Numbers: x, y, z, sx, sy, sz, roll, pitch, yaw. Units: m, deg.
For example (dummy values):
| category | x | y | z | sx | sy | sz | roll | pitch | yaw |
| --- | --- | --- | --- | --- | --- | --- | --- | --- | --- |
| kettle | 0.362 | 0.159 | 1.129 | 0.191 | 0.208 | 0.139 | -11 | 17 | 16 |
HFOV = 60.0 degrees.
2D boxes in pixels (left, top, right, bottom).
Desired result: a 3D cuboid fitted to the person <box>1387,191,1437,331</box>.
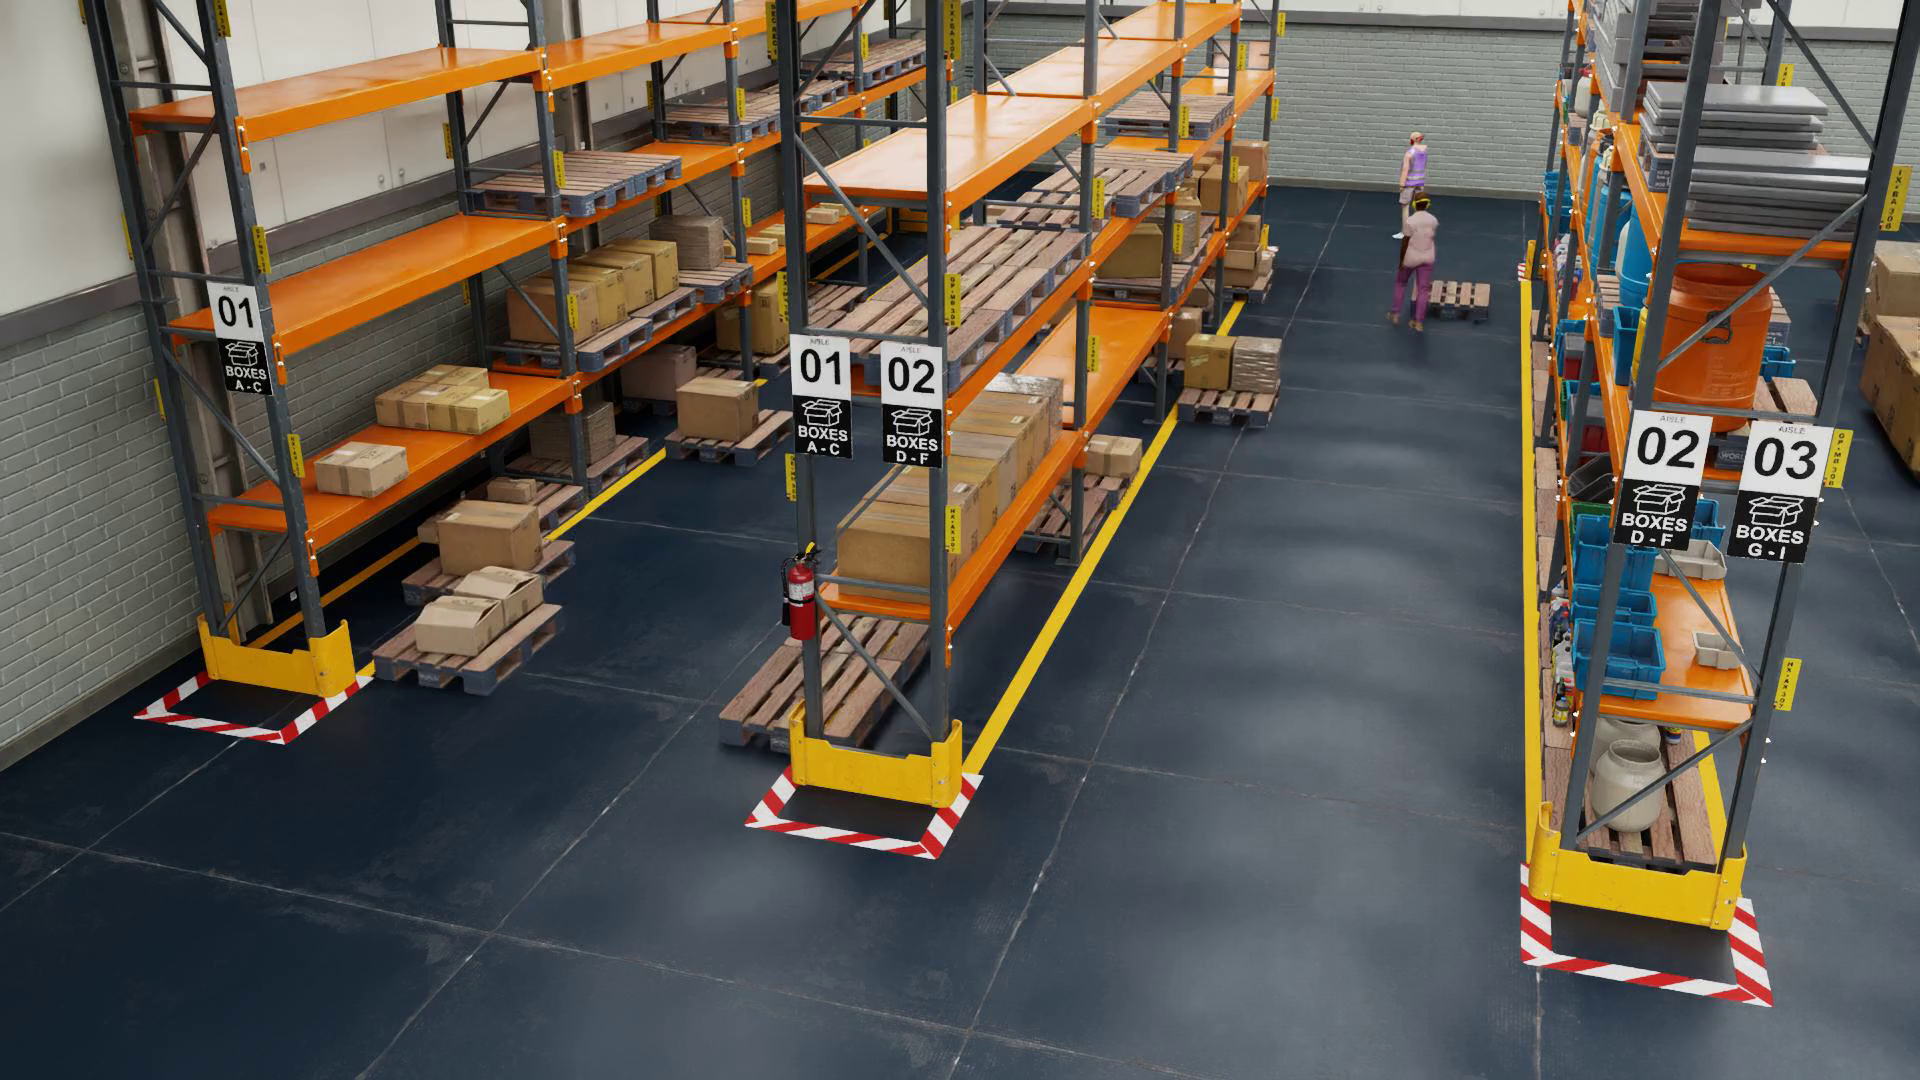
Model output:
| category | x | y | z | sx | sy | sz | roll | pitch | yaw |
| --- | --- | --- | --- | --- | --- | --- | --- | --- | --- |
| person | 5.932 | -3.680 | 21.798 | 0.490 | 1.772 | 0.752 | -3 | 24 | -7 |

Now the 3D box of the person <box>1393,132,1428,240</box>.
| category | x | y | z | sx | sy | sz | roll | pitch | yaw |
| --- | --- | --- | --- | --- | --- | --- | --- | --- | --- |
| person | 7.185 | -5.621 | 26.418 | 0.491 | 1.688 | 0.347 | -13 | 26 | -27 |
